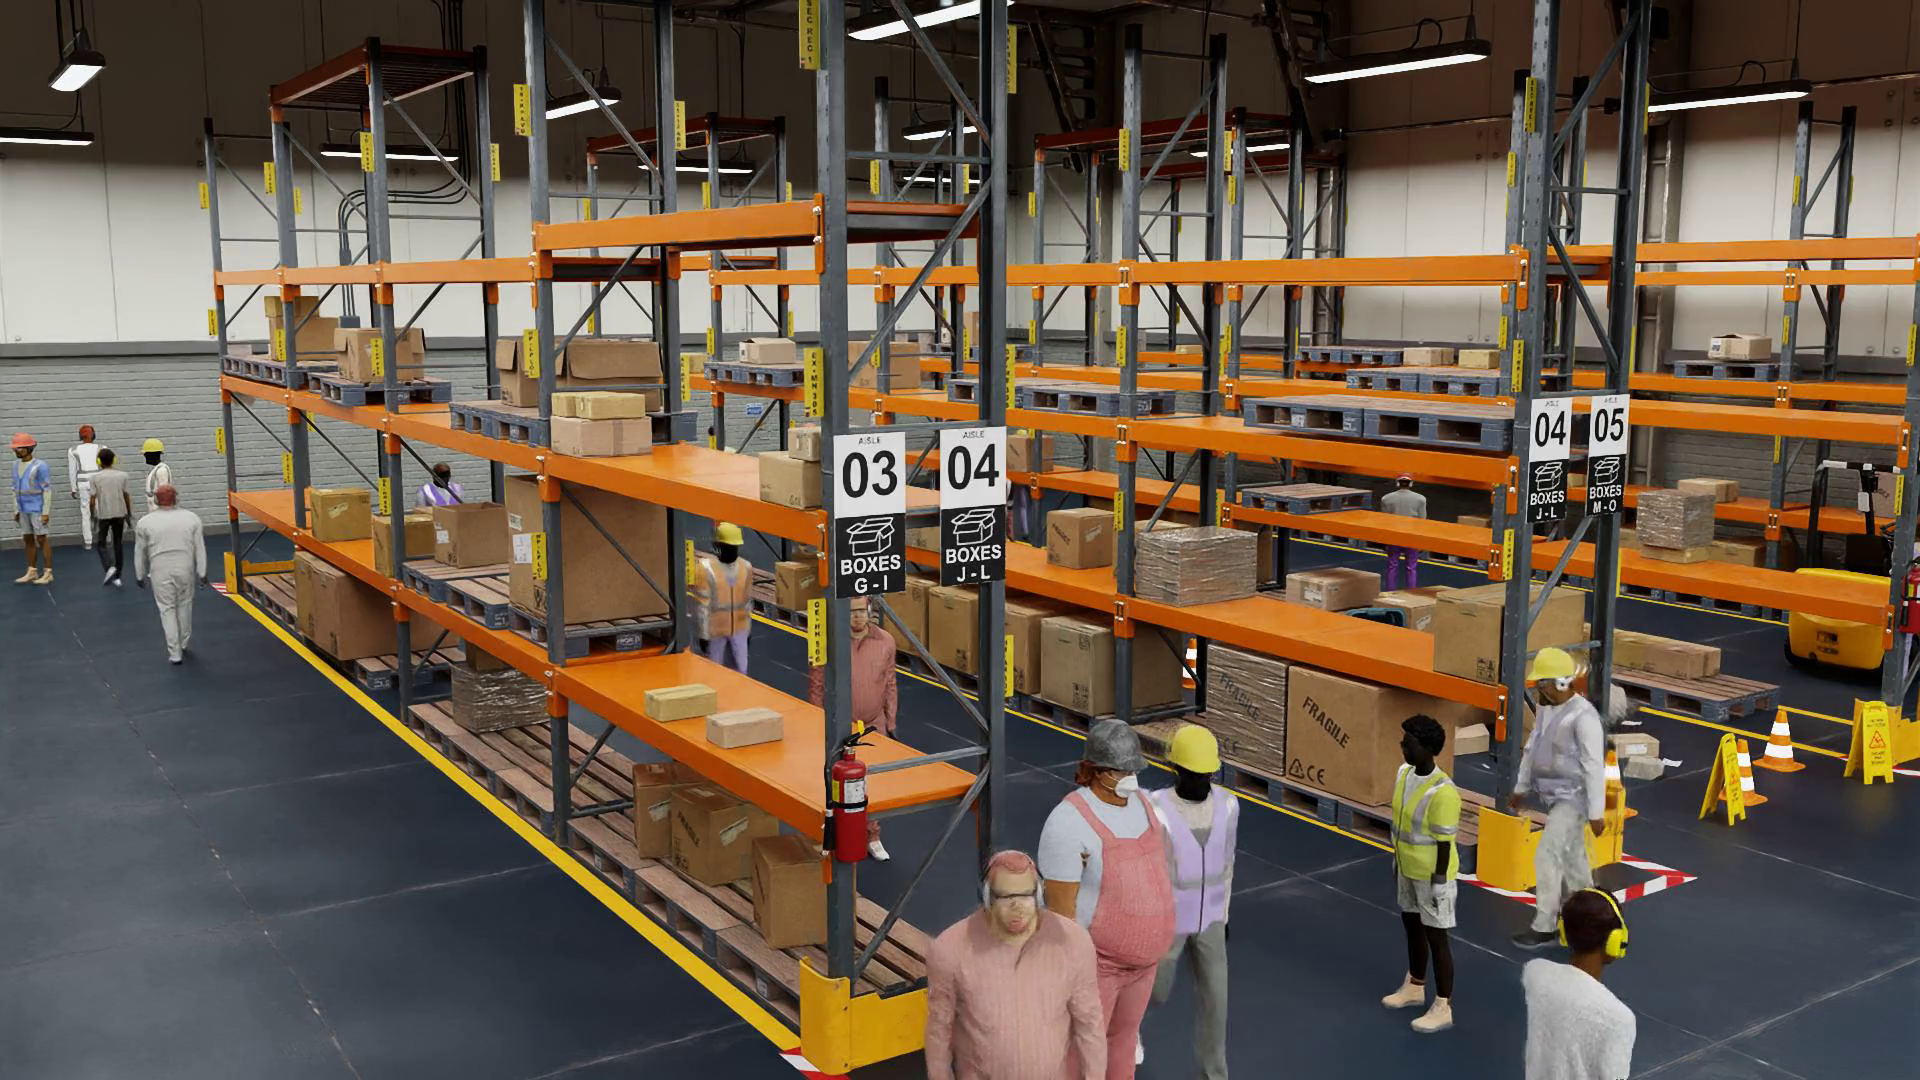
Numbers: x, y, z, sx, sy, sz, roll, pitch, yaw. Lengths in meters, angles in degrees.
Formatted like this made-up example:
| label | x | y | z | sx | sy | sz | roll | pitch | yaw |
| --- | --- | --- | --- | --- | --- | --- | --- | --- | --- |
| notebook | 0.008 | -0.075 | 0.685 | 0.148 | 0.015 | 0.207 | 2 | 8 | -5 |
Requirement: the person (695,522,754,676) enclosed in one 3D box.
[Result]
| label | x | y | z | sx | sy | sz | roll | pitch | yaw |
| --- | --- | --- | --- | --- | --- | --- | --- | --- | --- |
| person | -2.106 | 0.757 | 14.776 | 0.584 | 1.900 | 0.726 | -6 | 10 | -33 |

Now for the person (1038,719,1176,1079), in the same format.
| label | x | y | z | sx | sy | sz | roll | pitch | yaw |
| --- | --- | --- | --- | --- | --- | --- | --- | --- | --- |
| person | 0.701 | 1.791 | 7.440 | 0.539 | 2.000 | 0.688 | 8 | 12 | 43 |

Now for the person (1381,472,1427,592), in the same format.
| label | x | y | z | sx | sy | sz | roll | pitch | yaw |
| --- | --- | --- | --- | --- | --- | --- | --- | --- | --- |
| person | 5.479 | -0.031 | 20.554 | 0.564 | 1.744 | 0.354 | 4 | 9 | 23 |

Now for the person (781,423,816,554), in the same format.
| label | x | y | z | sx | sy | sz | roll | pitch | yaw |
| --- | --- | --- | --- | --- | --- | --- | --- | --- | --- |
| person | -2.299 | -0.682 | 23.979 | 0.697 | 2.020 | 0.405 | -5 | 10 | -29 |

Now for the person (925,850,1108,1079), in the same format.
| label | x | y | z | sx | sy | sz | roll | pitch | yaw |
| --- | --- | --- | --- | --- | --- | --- | --- | --- | --- |
| person | 0.224 | 2.071 | 6.158 | 0.649 | 1.864 | 1.002 | -2 | 9 | -12 |

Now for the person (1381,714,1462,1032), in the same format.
| label | x | y | z | sx | sy | sz | roll | pitch | yaw |
| --- | --- | --- | --- | --- | --- | --- | --- | --- | --- |
| person | 2.470 | 1.753 | 8.863 | 0.321 | 1.693 | 0.537 | -2 | 9 | -13 |

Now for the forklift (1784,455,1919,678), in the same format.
| label | x | y | z | sx | sy | sz | roll | pitch | yaw |
| --- | --- | --- | --- | --- | --- | --- | --- | --- | --- |
| forklift | 9.643 | 0.253 | 17.172 | 2.313 | 2.155 | 1.214 | -6 | 10 | -33 |

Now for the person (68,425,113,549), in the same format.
| label | x | y | z | sx | sy | sz | roll | pitch | yaw |
| --- | --- | --- | --- | --- | --- | --- | --- | --- | --- |
| person | -13.152 | -0.799 | 25.200 | 0.572 | 1.886 | 0.355 | -4 | 9 | -24 |

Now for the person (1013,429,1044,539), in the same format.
| label | x | y | z | sx | sy | sz | roll | pitch | yaw |
| --- | --- | --- | --- | --- | --- | --- | --- | --- | --- |
| person | 1.068 | -0.905 | 26.455 | 0.561 | 1.708 | 0.868 | 1 | 9 | 5 |

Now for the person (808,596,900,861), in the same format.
| label | x | y | z | sx | sy | sz | roll | pitch | yaw |
| --- | --- | --- | --- | --- | --- | --- | --- | --- | --- |
| person | -0.714 | 1.269 | 11.351 | 0.639 | 1.910 | 0.406 | -3 | 9 | -21 |

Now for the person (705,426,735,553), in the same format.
| label | x | y | z | sx | sy | sz | roll | pitch | yaw |
| --- | --- | --- | --- | --- | --- | --- | --- | --- | --- |
| person | -3.624 | -0.747 | 24.768 | 0.595 | 1.906 | 0.435 | -5 | 10 | -32 |

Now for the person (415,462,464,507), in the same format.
| label | x | y | z | sx | sy | sz | roll | pitch | yaw |
| --- | --- | --- | --- | --- | --- | --- | --- | --- | --- |
| person | -6.280 | -0.031 | 20.234 | 0.634 | 1.839 | 0.429 | -8 | 12 | -44 |

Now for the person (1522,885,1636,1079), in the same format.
| label | x | y | z | sx | sy | sz | roll | pitch | yaw |
| --- | --- | --- | --- | --- | --- | --- | --- | --- | --- |
| person | 2.213 | 2.129 | 5.869 | 0.427 | 1.843 | 0.524 | -4 | 9 | -25 |

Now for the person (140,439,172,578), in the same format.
| label | x | y | z | sx | sy | sz | roll | pitch | yaw |
| --- | --- | --- | --- | --- | --- | --- | --- | --- | --- |
| person | -10.817 | -0.409 | 22.458 | 0.365 | 1.928 | 0.586 | -6 | 10 | -35 |

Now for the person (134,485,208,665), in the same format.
| label | x | y | z | sx | sy | sz | roll | pitch | yaw |
| --- | --- | --- | --- | --- | --- | --- | --- | --- | --- |
| person | -8.393 | 0.342 | 17.663 | 0.678 | 1.856 | 0.965 | -5 | 10 | -32 |

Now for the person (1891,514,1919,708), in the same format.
| label | x | y | z | sx | sy | sz | roll | pitch | yaw |
| --- | --- | --- | --- | --- | --- | --- | --- | --- | --- |
| person | 8.958 | 0.665 | 15.580 | 0.518 | 1.844 | 0.329 | 2 | 9 | 15 |

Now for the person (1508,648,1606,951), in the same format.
| label | x | y | z | sx | sy | sz | roll | pitch | yaw |
| --- | --- | --- | --- | --- | --- | --- | --- | --- | --- |
| person | 3.534 | 1.535 | 9.941 | 0.729 | 1.795 | 0.604 | 0 | 9 | -2 |

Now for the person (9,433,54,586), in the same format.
| label | x | y | z | sx | sy | sz | roll | pitch | yaw |
| --- | --- | --- | --- | --- | --- | --- | --- | --- | --- |
| person | -12.335 | -0.408 | 22.067 | 0.609 | 2.044 | 0.397 | 3 | 9 | 21 |

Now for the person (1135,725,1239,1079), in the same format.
| label | x | y | z | sx | sy | sz | roll | pitch | yaw |
| --- | --- | --- | --- | --- | --- | --- | --- | --- | --- |
| person | 1.053 | 1.776 | 8.060 | 0.595 | 1.887 | 0.930 | -4 | 9 | -22 |

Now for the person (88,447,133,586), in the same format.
| label | x | y | z | sx | sy | sz | roll | pitch | yaw |
| --- | --- | --- | --- | --- | --- | --- | --- | --- | --- |
| person | -11.203 | -0.298 | 21.964 | 0.532 | 1.854 | 0.433 | -7 | 11 | -39 |
